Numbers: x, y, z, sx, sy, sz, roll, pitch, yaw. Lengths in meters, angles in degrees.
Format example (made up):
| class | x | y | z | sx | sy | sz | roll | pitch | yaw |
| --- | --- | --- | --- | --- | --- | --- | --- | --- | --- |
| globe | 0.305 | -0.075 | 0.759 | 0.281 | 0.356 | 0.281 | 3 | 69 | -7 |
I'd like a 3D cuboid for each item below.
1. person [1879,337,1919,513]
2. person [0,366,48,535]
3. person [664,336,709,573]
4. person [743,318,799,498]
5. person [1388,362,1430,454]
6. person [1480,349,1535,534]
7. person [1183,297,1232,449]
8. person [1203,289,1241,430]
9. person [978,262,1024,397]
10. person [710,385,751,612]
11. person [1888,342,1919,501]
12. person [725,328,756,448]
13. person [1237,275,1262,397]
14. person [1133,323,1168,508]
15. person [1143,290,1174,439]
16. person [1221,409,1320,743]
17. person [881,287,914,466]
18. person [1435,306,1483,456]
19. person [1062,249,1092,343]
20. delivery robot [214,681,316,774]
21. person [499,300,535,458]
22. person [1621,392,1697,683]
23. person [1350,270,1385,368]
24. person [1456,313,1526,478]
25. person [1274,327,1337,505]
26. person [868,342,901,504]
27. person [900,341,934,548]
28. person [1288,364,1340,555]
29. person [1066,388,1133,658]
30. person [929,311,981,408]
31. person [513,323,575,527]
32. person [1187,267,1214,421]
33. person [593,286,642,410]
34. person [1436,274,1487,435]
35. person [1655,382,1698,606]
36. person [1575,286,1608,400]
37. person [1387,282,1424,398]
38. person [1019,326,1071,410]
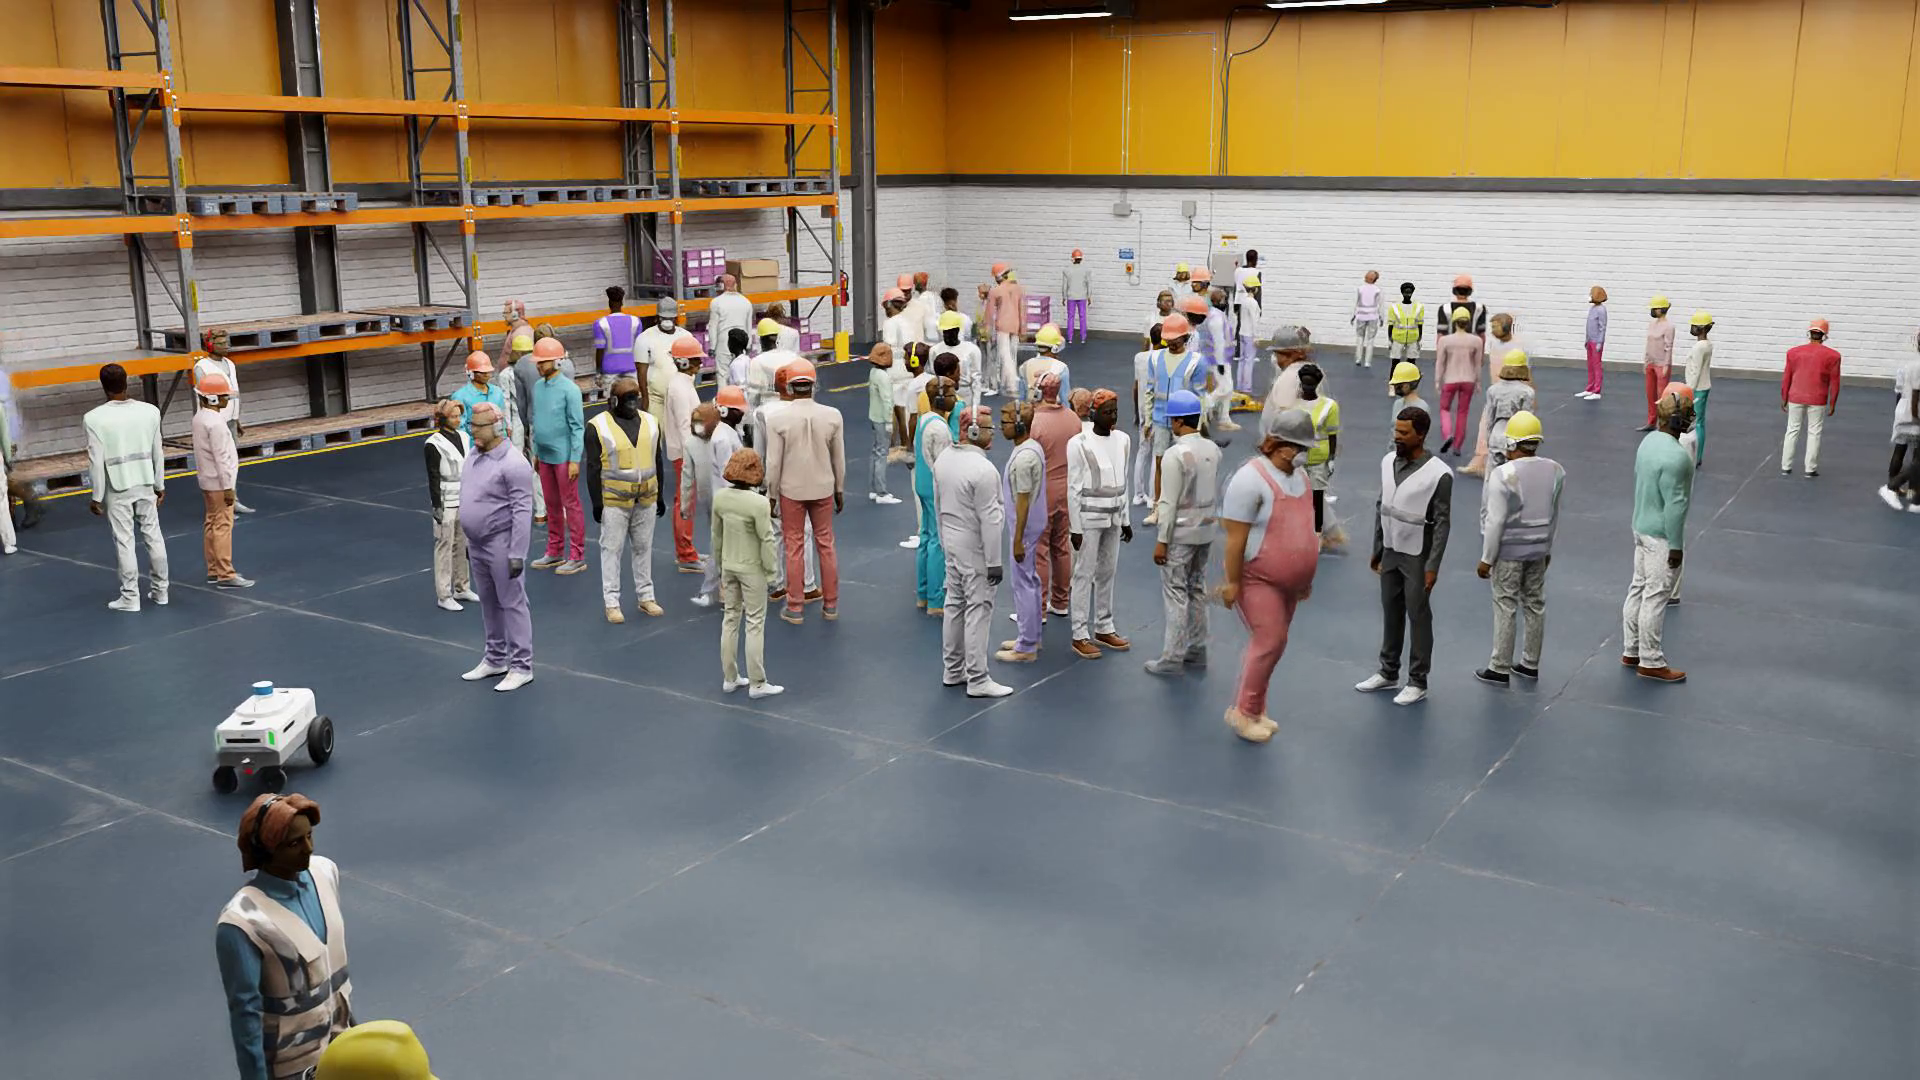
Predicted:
| class | x | y | z | sx | sy | sz | roll | pitch | yaw |
| --- | --- | --- | --- | --- | --- | --- | --- | --- | --- |
| person | 9.408 | -1.150 | 16.231 | 0.476 | 1.846 | 0.537 | 12 | 18 | 43 |
| person | -8.865 | -0.982 | 15.324 | 0.467 | 1.920 | 0.569 | -12 | 18 | -43 |
| person | -2.295 | -0.725 | 14.053 | 0.377 | 1.995 | 0.608 | -3 | 13 | -12 |
| person | -1.910 | -1.263 | 16.608 | 0.916 | 1.882 | 0.609 | 12 | 18 | 42 |
| person | 3.810 | -0.646 | 14.241 | 0.342 | 1.756 | 0.533 | -4 | 13 | -15 |
| person | 5.062 | -0.887 | 15.331 | 0.346 | 1.738 | 0.485 | -10 | 16 | -37 |
| person | 2.733 | -1.873 | 19.276 | 0.968 | 1.880 | 0.575 | -2 | 13 | -7 |
| person | 3.320 | -2.286 | 21.225 | 0.546 | 1.808 | 0.649 | 2 | 13 | 10 |
| person | 0.572 | -3.089 | 24.417 | 0.606 | 1.940 | 0.900 | -13 | 18 | -43 |
| person | -1.754 | -0.324 | 12.851 | 0.327 | 1.747 | 0.563 | -2 | 13 | -7 |
| person | 9.758 | -1.237 | 16.948 | 0.320 | 1.686 | 0.539 | -6 | 14 | -24 |
| person | -2.323 | -1.393 | 17.599 | 0.316 | 1.695 | 0.541 | 0 | 13 | 2 |
| person | 4.247 | -2.977 | 24.314 | 0.308 | 1.772 | 0.525 | -3 | 13 | -12 |
| person | 1.945 | -1.241 | 16.607 | 0.350 | 1.856 | 0.525 | -13 | 18 | -44 |
| person | 2.519 | -2.173 | 20.660 | 0.506 | 1.847 | 0.345 | 2 | 13 | 7 |
| person | 1.902 | 0.193 | 9.967 | 0.705 | 2.000 | 0.572 | -12 | 18 | -43 |
| person | -0.744 | -1.845 | 18.922 | 0.457 | 2.019 | 0.655 | 6 | 14 | 24 |
| person | 5.826 | -1.846 | 19.458 | 0.531 | 1.753 | 0.396 | 2 | 13 | 8 |
| person | 2.201 | -4.598 | 31.368 | 0.572 | 1.754 | 0.319 | -1 | 13 | -2 |
| delivery robot | -3.899 | 1.038 | 9.352 | 0.477 | 0.478 | 0.707 | 0 | 13 | -2 |
| person | -4.938 | -1.732 | 18.617 | 0.407 | 1.906 | 0.641 | -2 | 13 | -10 |
| person | 4.696 | -0.025 | 11.139 | 0.373 | 1.940 | 0.628 | 1 | 13 | 2 |
| person | 6.820 | -3.693 | 27.756 | 0.556 | 1.613 | 0.593 | 6 | 14 | 24 |
| person | 5.849 | -1.535 | 17.984 | 0.788 | 1.801 | 0.602 | -7 | 15 | -28 |
| person | 3.327 | -1.219 | 16.611 | 0.987 | 1.804 | 0.516 | 8 | 15 | 31 |
| person | -0.782 | -1.187 | 16.847 | 0.276 | 1.633 | 0.507 | -4 | 14 | -18 |
| person | -0.358 | -0.848 | 14.896 | 0.327 | 1.862 | 0.503 | 6 | 14 | 23 |
| person | 3.051 | -0.712 | 14.646 | 0.540 | 1.695 | 0.317 | 6 | 14 | 23 |
| person | 0.987 | -0.122 | 11.684 | 0.574 | 1.883 | 0.355 | -11 | 17 | -40 |
| person | -0.064 | -1.415 | 17.225 | 0.590 | 1.918 | 0.418 | 6 | 14 | 26 |
| person | -3.881 | -1.082 | 15.722 | 0.630 | 1.940 | 0.372 | 4 | 13 | 15 |
| person | 3.169 | -2.578 | 21.984 | 0.393 | 2.041 | 0.614 | -2 | 13 | -11 |
| person | -4.064 | -2.044 | 19.833 | 0.613 | 1.963 | 0.362 | -8 | 15 | -30 |
| person | 6.367 | -2.377 | 21.213 | 0.632 | 1.993 | 1.036 | 2 | 13 | 11 |
| person | 5.540 | -0.360 | 12.996 | 0.329 | 1.751 | 0.571 | 3 | 13 | 12 |
| person | 9.171 | -2.850 | 24.057 | 0.281 | 1.634 | 0.498 | 0 | 13 | 0 |
| person | 6.463 | -2.905 | 24.177 | 0.530 | 1.689 | 0.322 | 1 | 13 | 5 |
| person | 0.872 | -1.185 | 16.394 | 0.590 | 1.836 | 0.404 | 10 | 16 | 37 |
